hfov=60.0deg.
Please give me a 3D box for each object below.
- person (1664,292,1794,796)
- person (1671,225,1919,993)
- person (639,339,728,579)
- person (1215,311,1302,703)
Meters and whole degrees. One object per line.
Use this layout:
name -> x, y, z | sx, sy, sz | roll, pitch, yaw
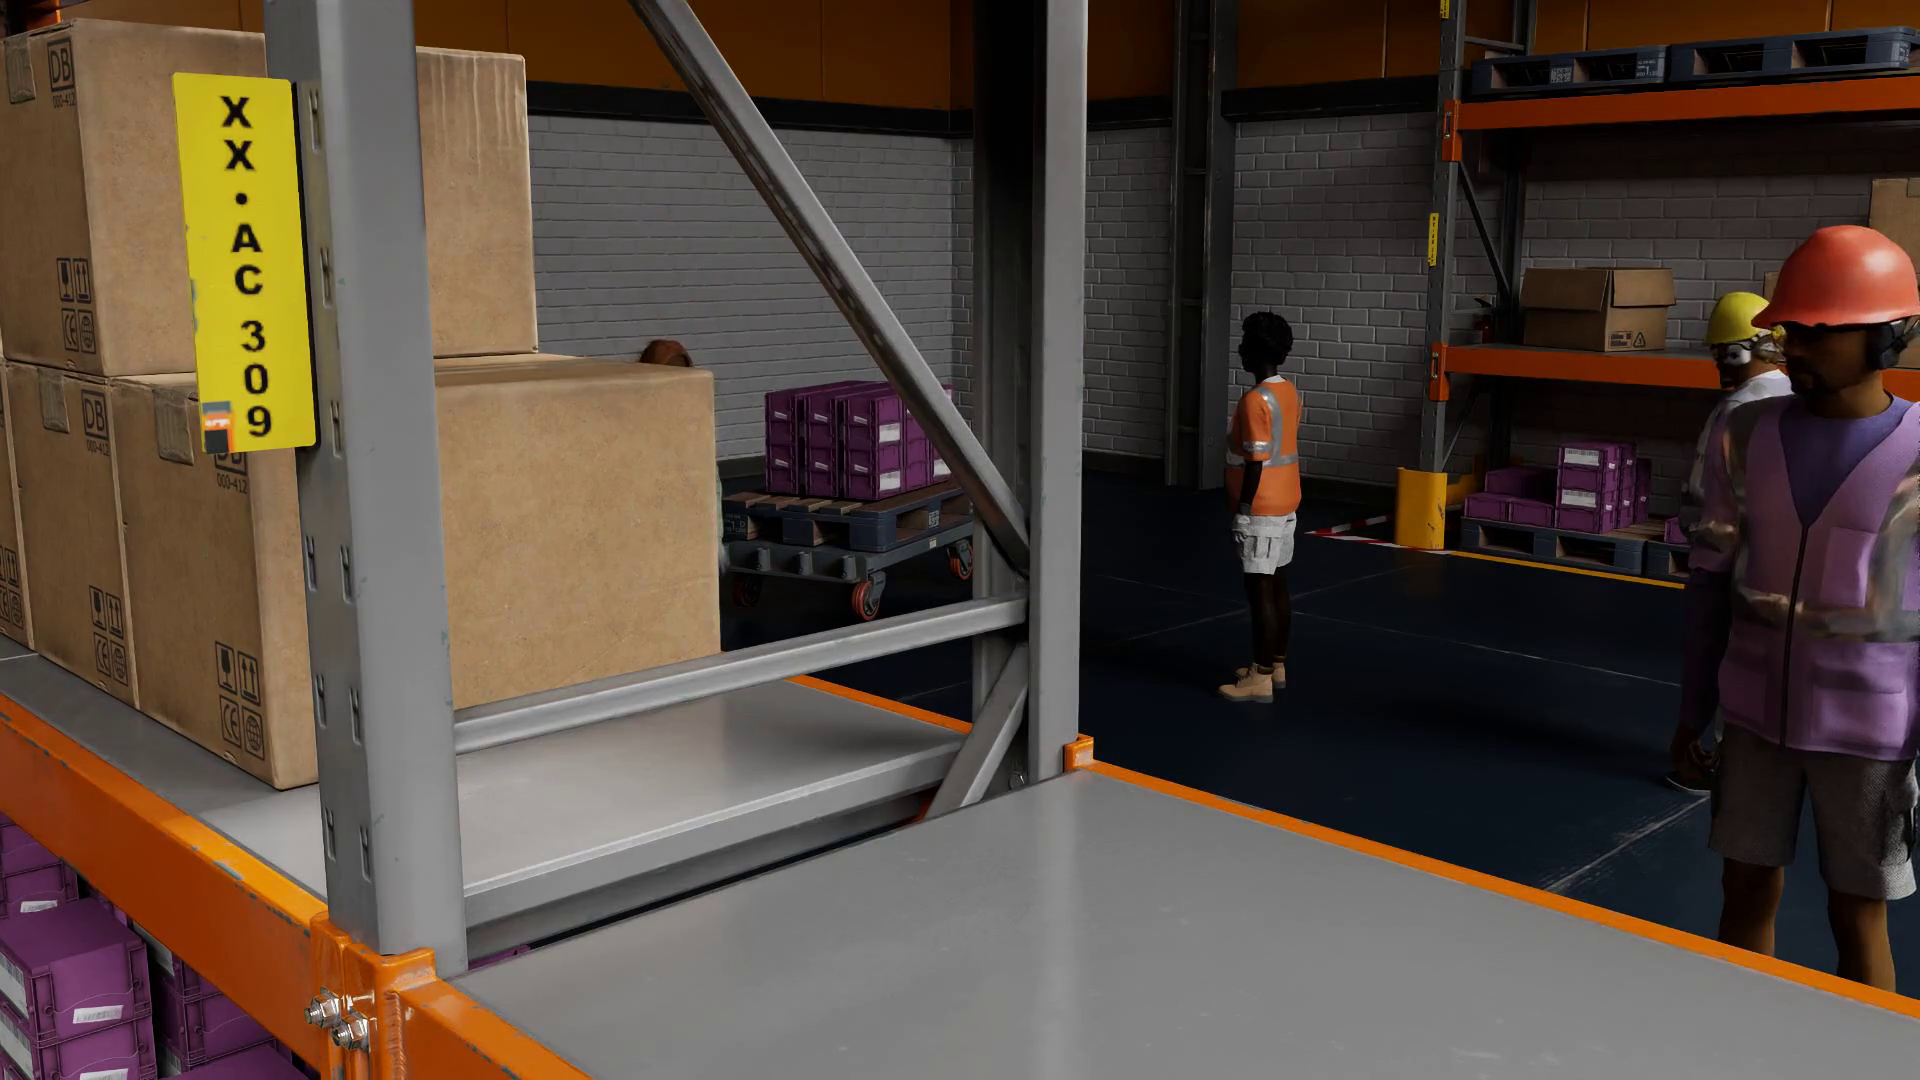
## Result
person -> 2.802, 0.026, 6.003 | 0.404, 1.821, 0.587 | 9, 13, 39
person -> 1.780, 0.379, 3.475 | 0.392, 2.039, 0.612 | -8, 13, -36
person -> -1.122, 0.044, 6.428 | 0.511, 1.633, 0.302 | -8, 13, -36
person -> 1.314, -0.141, 7.254 | 0.318, 1.697, 0.533 | 5, 12, 26
